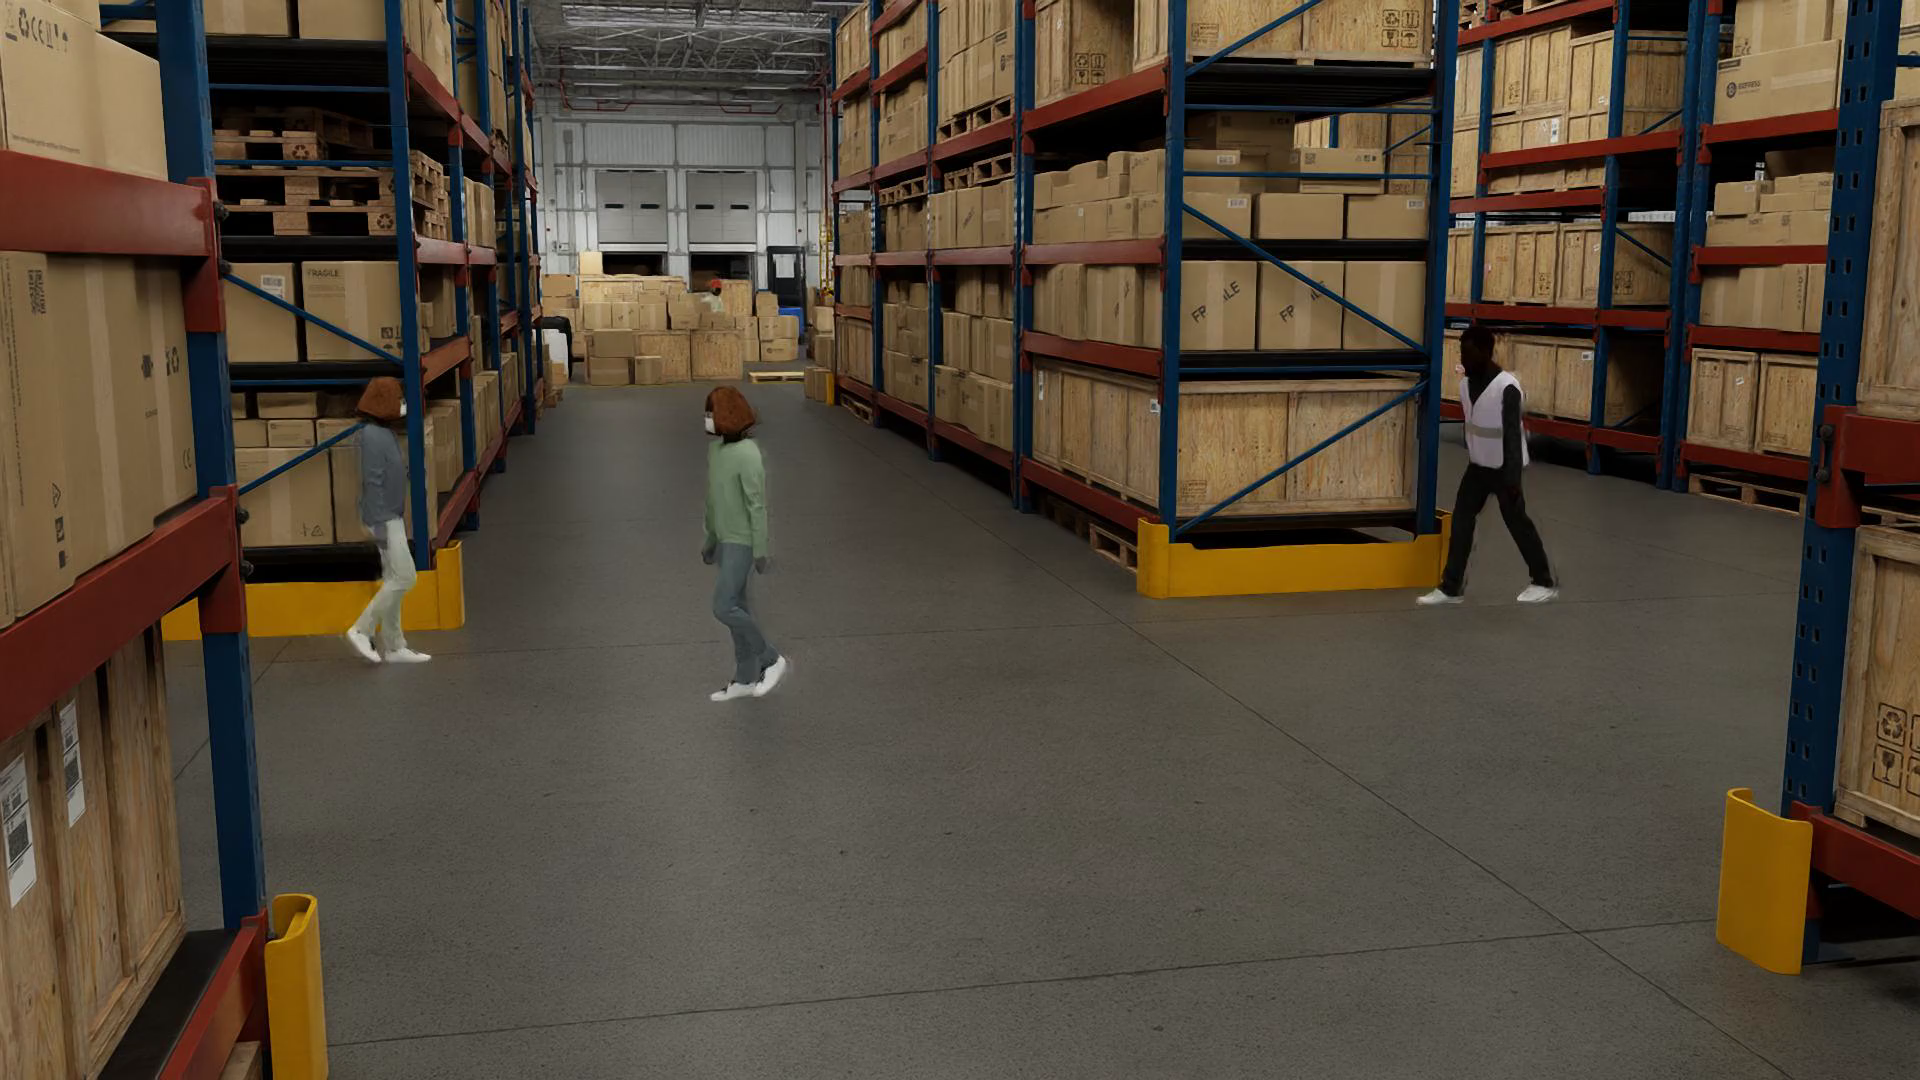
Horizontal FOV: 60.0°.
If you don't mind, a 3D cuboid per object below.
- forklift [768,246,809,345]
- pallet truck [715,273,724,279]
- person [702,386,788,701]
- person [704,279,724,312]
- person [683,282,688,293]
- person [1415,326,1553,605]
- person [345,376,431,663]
[{"bbox_3d":[-4.953,-6.961,47.256,1.129,2.768,1.873,0,9,2],"label":"forklift"},{"bbox_3d":[-8.580,-8.986,62.280,1.885,1.965,0.823,1,9,5],"label":"pallet truck"},{"bbox_3d":[-1.157,0.031,8.451,0.353,1.622,0.510,-5,10,-27],"label":"person"},{"bbox_3d":[-5.236,-4.513,35.077,0.625,1.973,0.630,4,10,24],"label":"person"},{"bbox_3d":[-11.102,-9.637,67.377,0.369,1.627,0.522,-3,10,-17],"label":"person"},{"bbox_3d":[3.528,-0.478,10.913,0.971,1.850,0.631,-3,10,-18],"label":"person"},{"bbox_3d":[-3.160,-0.097,9.214,0.361,1.621,0.517,-1,9,-8],"label":"person"}]
